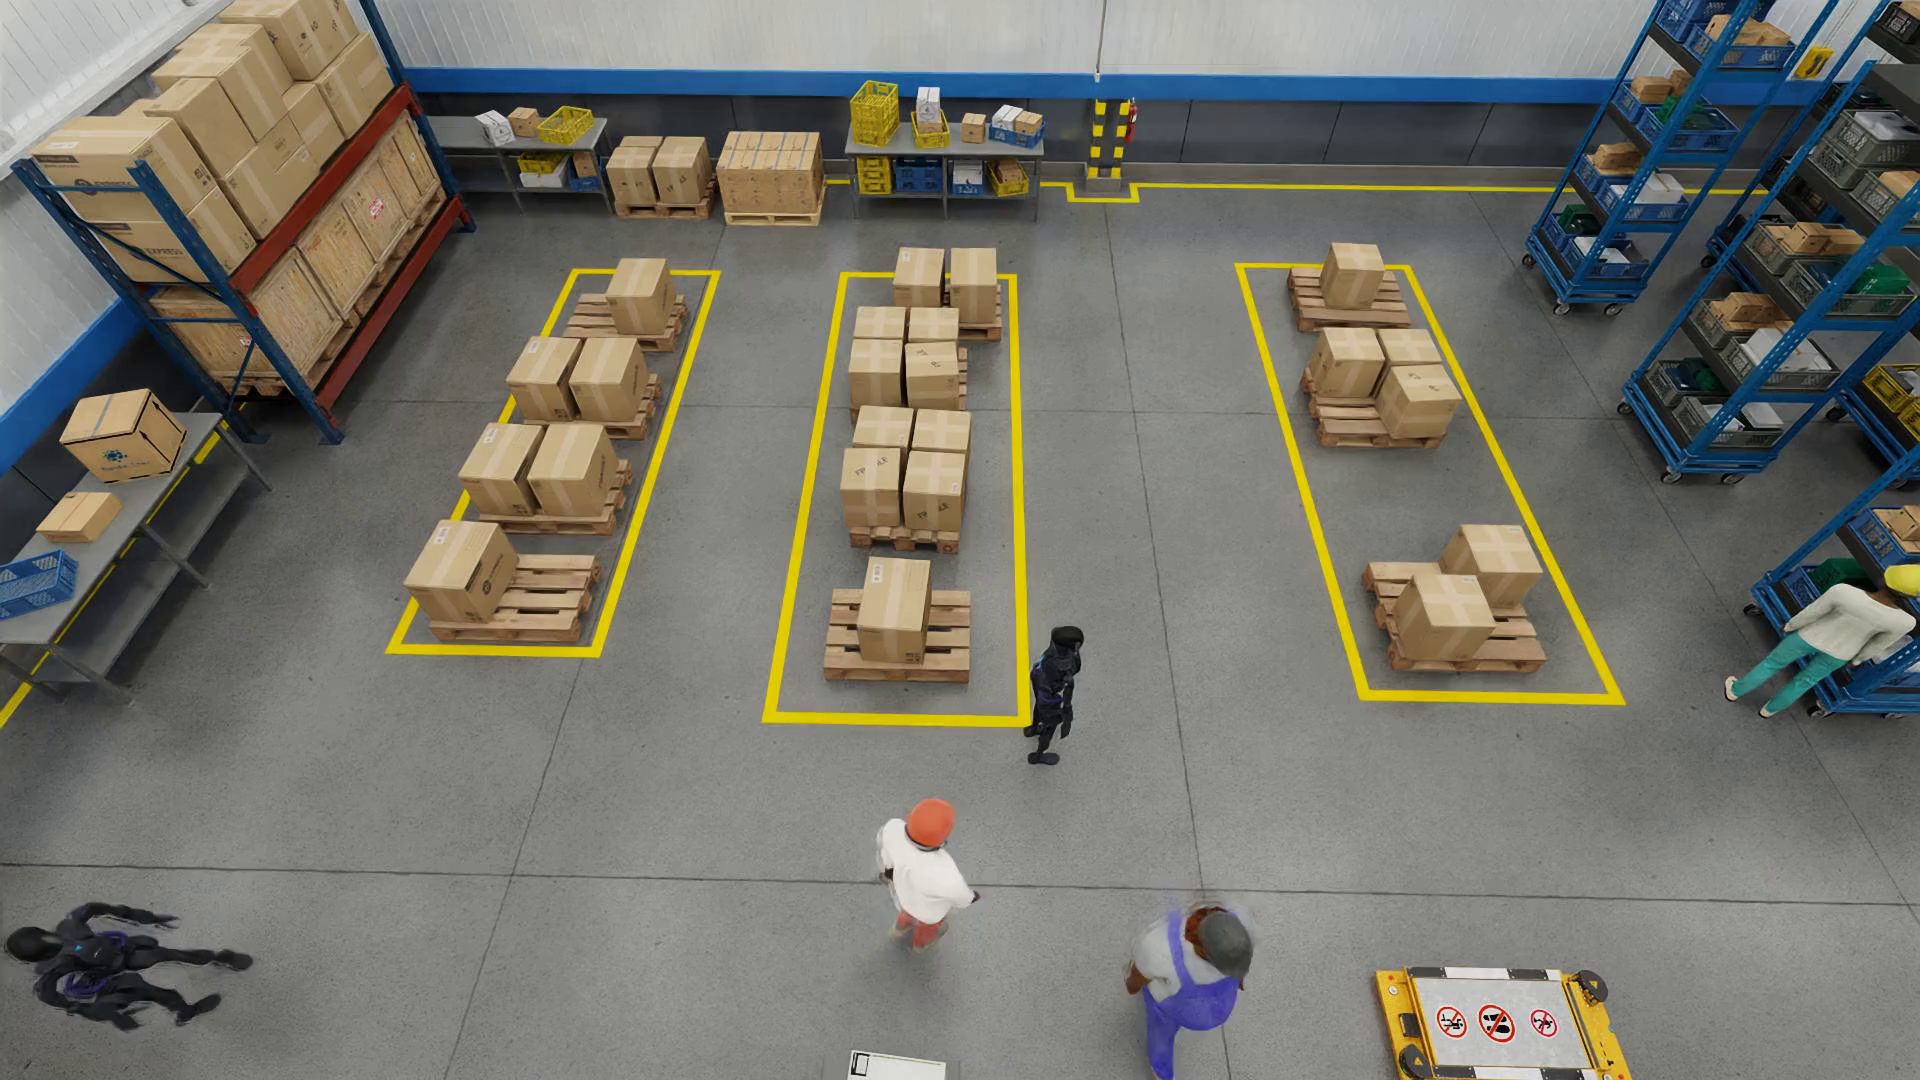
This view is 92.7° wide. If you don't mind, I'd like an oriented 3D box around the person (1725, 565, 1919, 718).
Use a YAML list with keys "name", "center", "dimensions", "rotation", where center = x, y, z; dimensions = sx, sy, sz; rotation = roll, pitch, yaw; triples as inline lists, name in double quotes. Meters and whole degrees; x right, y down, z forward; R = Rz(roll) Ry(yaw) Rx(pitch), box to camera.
- name: "person"
  center: [6.509, 0.764, 6.893]
  dimensions: [0.532, 1.772, 0.295]
  rotation: [35, 59, 25]

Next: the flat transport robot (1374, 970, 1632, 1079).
- name: "flat transport robot"
  center: [3.501, 3.133, 5.914]
  dimensions: [1.431, 0.197, 0.652]
  rotation: [1, 51, 1]

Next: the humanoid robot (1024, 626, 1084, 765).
- name: "humanoid robot"
  center: [0.691, 1.109, 6.672]
  dimensions: [0.357, 1.650, 0.562]
  rotation: [-7, 51, -6]

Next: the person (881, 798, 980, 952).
- name: "person"
  center: [-0.186, 2.117, 5.666]
  dimensions: [0.451, 1.971, 0.601]
  rotation: [-33, 58, -24]

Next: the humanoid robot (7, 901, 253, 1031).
- name: "humanoid robot"
  center: [-4.994, 2.549, 5.511]
  dimensions: [0.363, 1.629, 0.680]
  rotation: [-2, 51, -2]

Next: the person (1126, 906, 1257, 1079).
- name: "person"
  center: [1.343, 2.563, 5.254]
  dimensions: [0.698, 2.000, 0.838]
  rotation: [-16, 53, -13]
